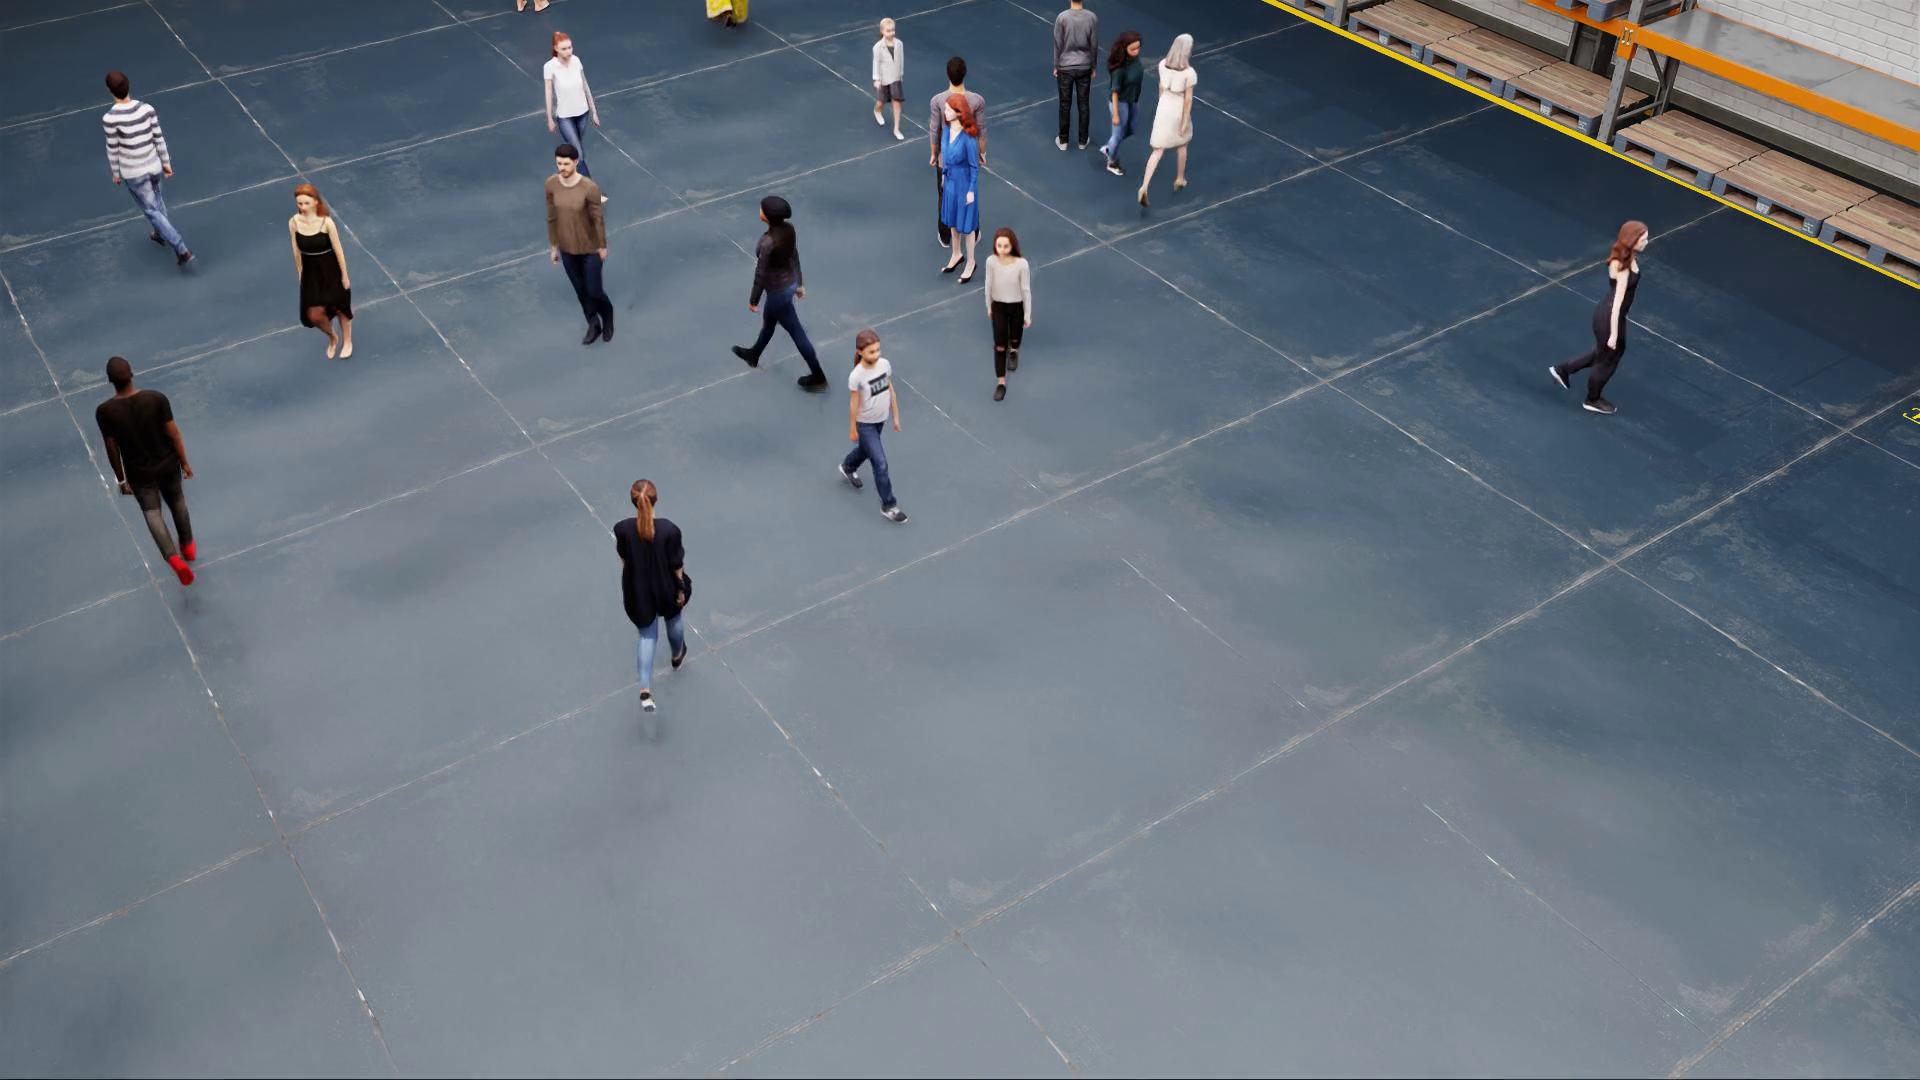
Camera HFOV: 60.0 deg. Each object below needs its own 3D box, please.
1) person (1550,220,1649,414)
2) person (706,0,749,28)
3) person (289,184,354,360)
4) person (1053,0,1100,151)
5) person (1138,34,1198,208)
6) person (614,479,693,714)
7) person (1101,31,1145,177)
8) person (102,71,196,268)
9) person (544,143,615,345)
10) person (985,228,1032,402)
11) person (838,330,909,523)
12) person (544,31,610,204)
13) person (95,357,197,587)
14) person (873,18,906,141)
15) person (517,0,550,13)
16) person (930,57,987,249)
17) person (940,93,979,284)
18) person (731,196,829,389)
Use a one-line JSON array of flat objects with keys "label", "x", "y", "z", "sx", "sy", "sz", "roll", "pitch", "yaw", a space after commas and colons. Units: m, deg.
[{"label": "person", "x": 5.202, "y": -1.824, "z": 13.489, "sx": 0.947, "sy": 1.738, "sz": 0.839, "roll": 15, "pitch": 41, "yaw": 18}, {"label": "person", "x": -2.806, "y": -6.915, "z": 19.938, "sx": 0.963, "sy": 1.645, "sz": 1.160, "roll": -10, "pitch": 40, "yaw": -13}, {"label": "person", "x": -5.410, "y": -2.322, "z": 14.210, "sx": 0.732, "sy": 1.615, "sz": 0.776, "roll": -1, "pitch": 39, "yaw": -1}, {"label": "person", "x": 1.197, "y": -4.941, "z": 17.374, "sx": 0.696, "sy": 1.760, "sz": 0.702, "roll": -2, "pitch": 39, "yaw": -2}, {"label": "person", "x": 2.032, "y": -4.075, "z": 16.337, "sx": 1.150, "sy": 1.700, "sz": 0.951, "roll": 21, "pitch": 43, "yaw": 25}, {"label": "person", "x": -1.991, "y": 0.384, "z": 10.787, "sx": 1.024, "sy": 1.659, "sz": 1.143, "roll": 2, "pitch": 39, "yaw": 2}, {"label": "person", "x": 1.626, "y": -4.452, "z": 16.903, "sx": 0.821, "sy": 1.583, "sz": 0.721, "roll": 21, "pitch": 43, "yaw": 24}, {"label": "person", "x": -7.514, "y": -3.385, "z": 15.381, "sx": 1.250, "sy": 1.816, "sz": 0.912, "roll": 24, "pitch": 45, "yaw": 27}, {"label": "person", "x": -3.238, "y": -2.571, "z": 14.312, "sx": 0.748, "sy": 1.877, "sz": 0.821, "roll": 9, "pitch": 39, "yaw": 11}, {"label": "person", "x": 0.422, "y": -1.959, "z": 13.883, "sx": 0.946, "sy": 1.456, "sz": 1.029, "roll": 5, "pitch": 39, "yaw": 6}, {"label": "person", "x": -0.716, "y": -0.925, "z": 12.533, "sx": 0.666, "sy": 1.526, "sz": 1.080, "roll": -32, "pitch": 48, "yaw": -33}, {"label": "person", "x": -3.902, "y": -4.209, "z": 16.511, "sx": 0.712, "sy": 1.693, "sz": 1.132, "roll": -31, "pitch": 48, "yaw": -33}, {"label": "person", "x": -5.689, "y": -0.463, "z": 11.745, "sx": 0.695, "sy": 1.787, "sz": 1.018, "roll": -20, "pitch": 43, "yaw": -23}, {"label": "person", "x": -0.781, "y": -4.969, "z": 17.812, "sx": 0.642, "sy": 1.257, "sz": 0.900, "roll": -13, "pitch": 40, "yaw": -16}, {"label": "person", "x": -5.434, "y": -7.442, "z": 20.436, "sx": 0.702, "sy": 1.846, "sz": 0.747, "roll": 4, "pitch": 39, "yaw": 5}, {"label": "person", "x": -0.026, "y": -3.639, "z": 15.670, "sx": 0.751, "sy": 1.851, "sz": 0.744, "roll": -1, "pitch": 39, "yaw": -1}, {"label": "person", "x": 0.004, "y": -3.202, "z": 15.142, "sx": 0.669, "sy": 1.827, "sz": 0.497, "roll": -23, "pitch": 44, "yaw": -26}, {"label": "person", "x": -1.388, "y": -1.992, "z": 13.734, "sx": 1.261, "sy": 1.694, "sz": 1.064, "roll": 14, "pitch": 41, "yaw": 17}]
